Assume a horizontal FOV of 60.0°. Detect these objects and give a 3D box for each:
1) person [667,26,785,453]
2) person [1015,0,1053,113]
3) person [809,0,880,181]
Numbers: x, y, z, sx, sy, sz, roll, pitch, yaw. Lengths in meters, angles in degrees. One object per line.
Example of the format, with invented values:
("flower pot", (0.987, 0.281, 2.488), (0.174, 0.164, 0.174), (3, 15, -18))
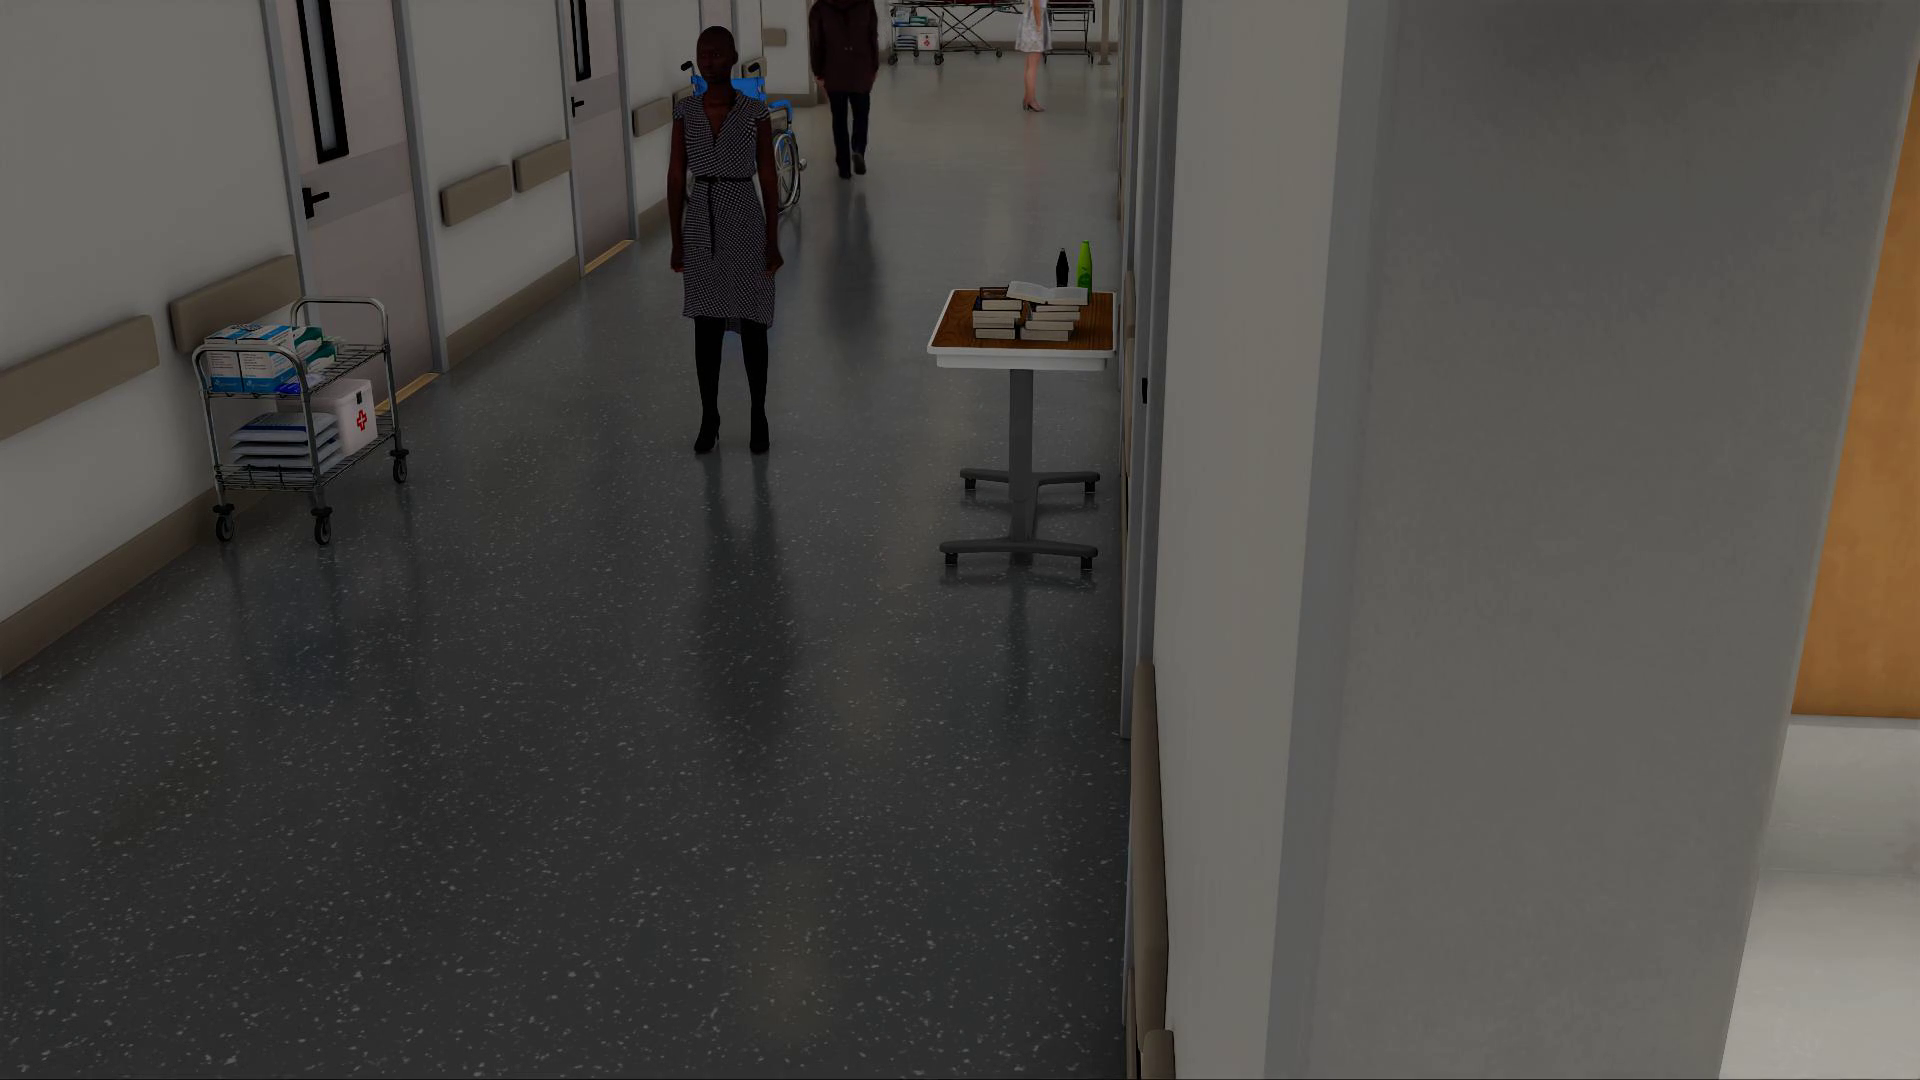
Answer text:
("person", (-0.987, -1.249, 7.058), (0.634, 1.788, 0.518), (1, 21, 3))
("person", (0.874, -5.947, 19.478), (0.745, 1.775, 0.620), (-1, 21, -3))
("person", (-0.962, -4.011, 14.285), (0.843, 1.834, 0.884), (-2, 21, -6))
